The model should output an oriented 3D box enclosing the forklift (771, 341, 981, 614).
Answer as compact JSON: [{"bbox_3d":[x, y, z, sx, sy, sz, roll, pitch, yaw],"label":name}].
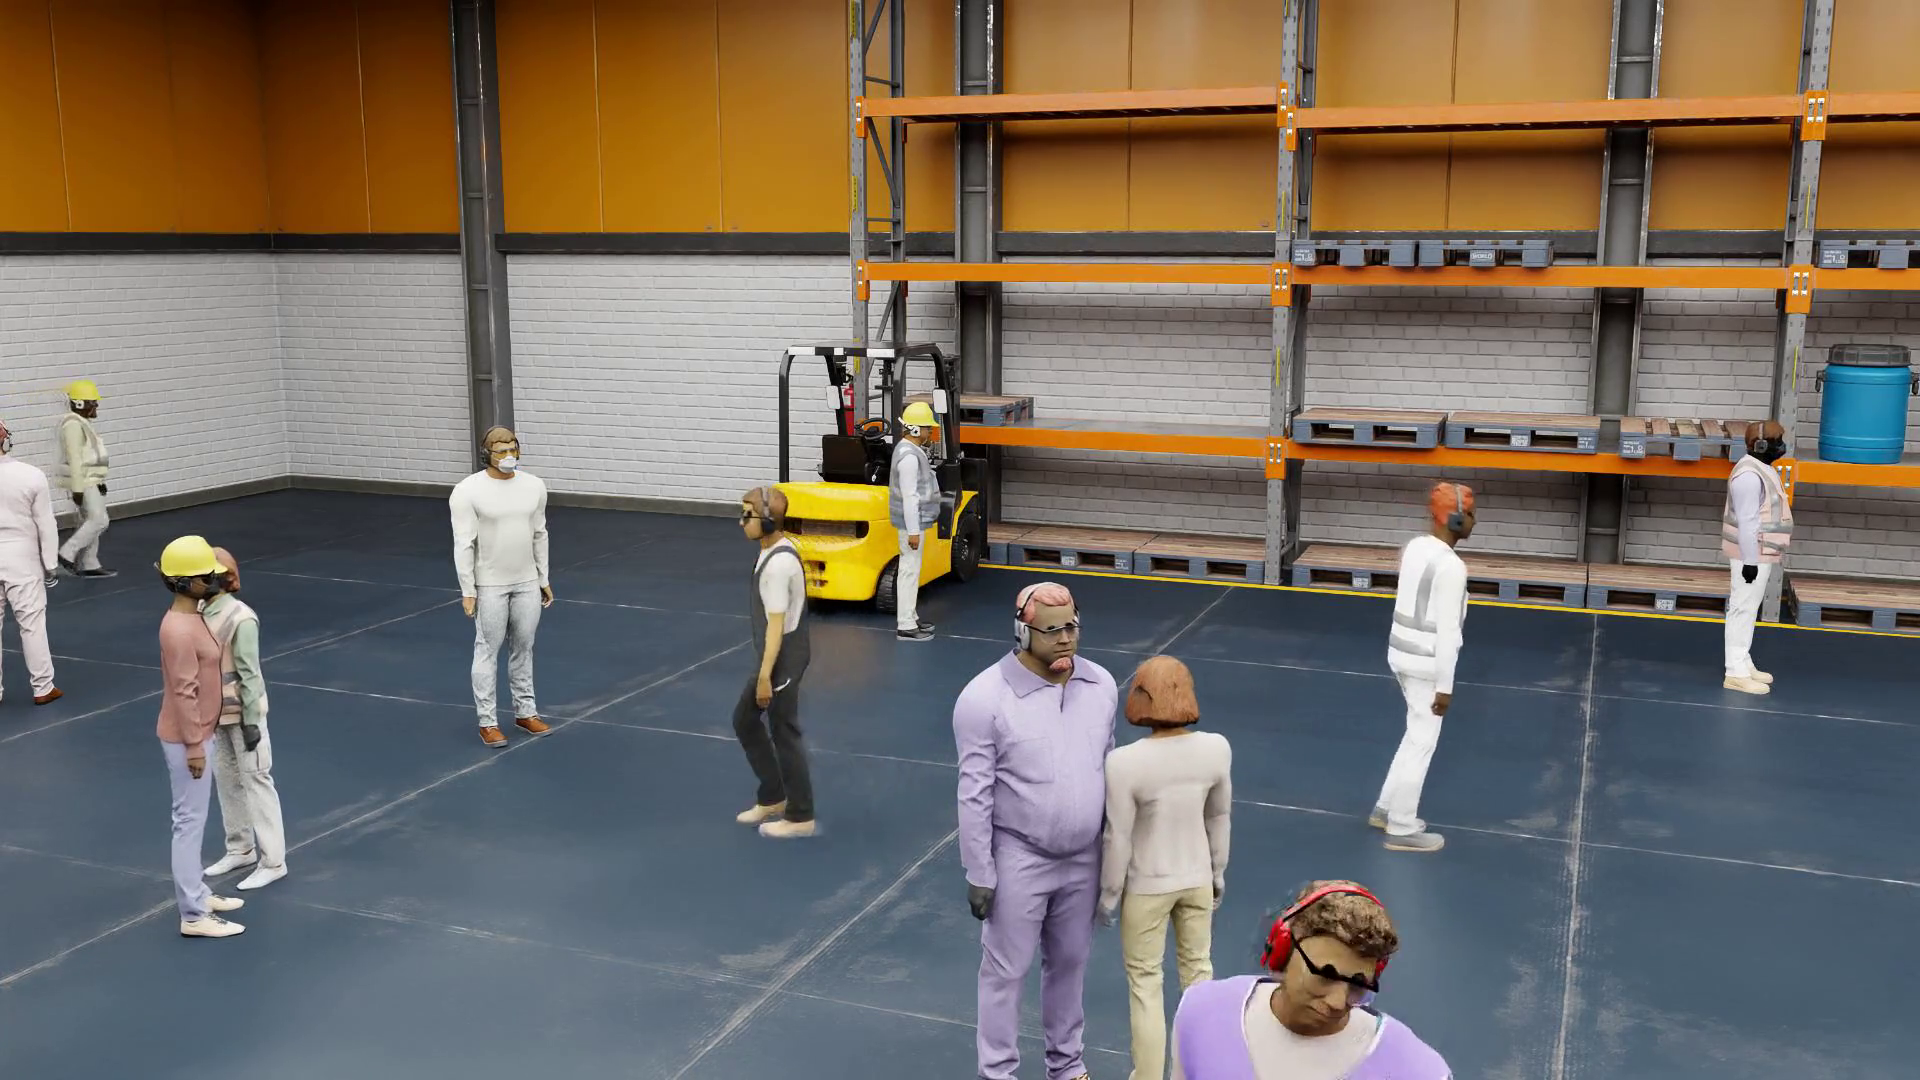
[{"bbox_3d":[-0.739,-0.602,14.246,1.214,2.155,2.313,4,11,21],"label":"forklift"}]

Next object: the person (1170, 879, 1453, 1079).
[{"bbox_3d":[0.689,1.537,3.374,0.649,1.821,0.386,7,12,35],"label":"person"}]

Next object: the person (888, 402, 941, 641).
[{"bbox_3d":[-0.345,-0.144,12.733,0.403,1.823,0.595,0,10,-2],"label":"person"}]

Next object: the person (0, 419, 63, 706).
[{"bbox_3d":[-6.221,0.155,10.832,0.651,1.907,0.409,-4,11,-21],"label":"person"}]

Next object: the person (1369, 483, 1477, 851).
[{"bbox_3d":[2.331,0.639,8.298,0.426,1.862,0.590,-1,10,-8],"label":"person"}]

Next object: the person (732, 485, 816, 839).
[{"bbox_3d":[-0.987,0.626,8.419,0.562,1.825,0.554,-1,10,-8],"label":"person"}]

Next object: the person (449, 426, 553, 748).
[{"bbox_3d":[-2.755,0.271,10.095,0.372,1.940,0.631,10,14,43],"label":"person"}]

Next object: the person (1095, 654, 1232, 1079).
[{"bbox_3d":[0.709,1.202,5.757,0.507,1.632,0.267,-4,11,-23],"label":"person"}]

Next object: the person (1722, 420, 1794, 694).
[{"bbox_3d":[5.407,0.103,11.298,0.429,1.846,0.626,6,12,30],"label":"person"}]

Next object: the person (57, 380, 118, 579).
[{"bbox_3d":[-7.868,-0.528,14.913,0.470,1.811,0.590,-5,11,-25],"label":"person"}]

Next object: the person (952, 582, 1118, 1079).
[{"bbox_3d":[0.295,1.082,5.667,0.642,1.909,0.409,-6,12,-32],"label":"person"}]

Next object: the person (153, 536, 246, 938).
[{"bbox_3d":[-3.351,0.854,7.326,0.330,1.769,0.526,-4,11,-20],"label":"person"}]

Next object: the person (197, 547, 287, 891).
[{"bbox_3d":[-3.434,0.835,7.834,0.514,1.631,0.322,8,13,37],"label":"person"}]
